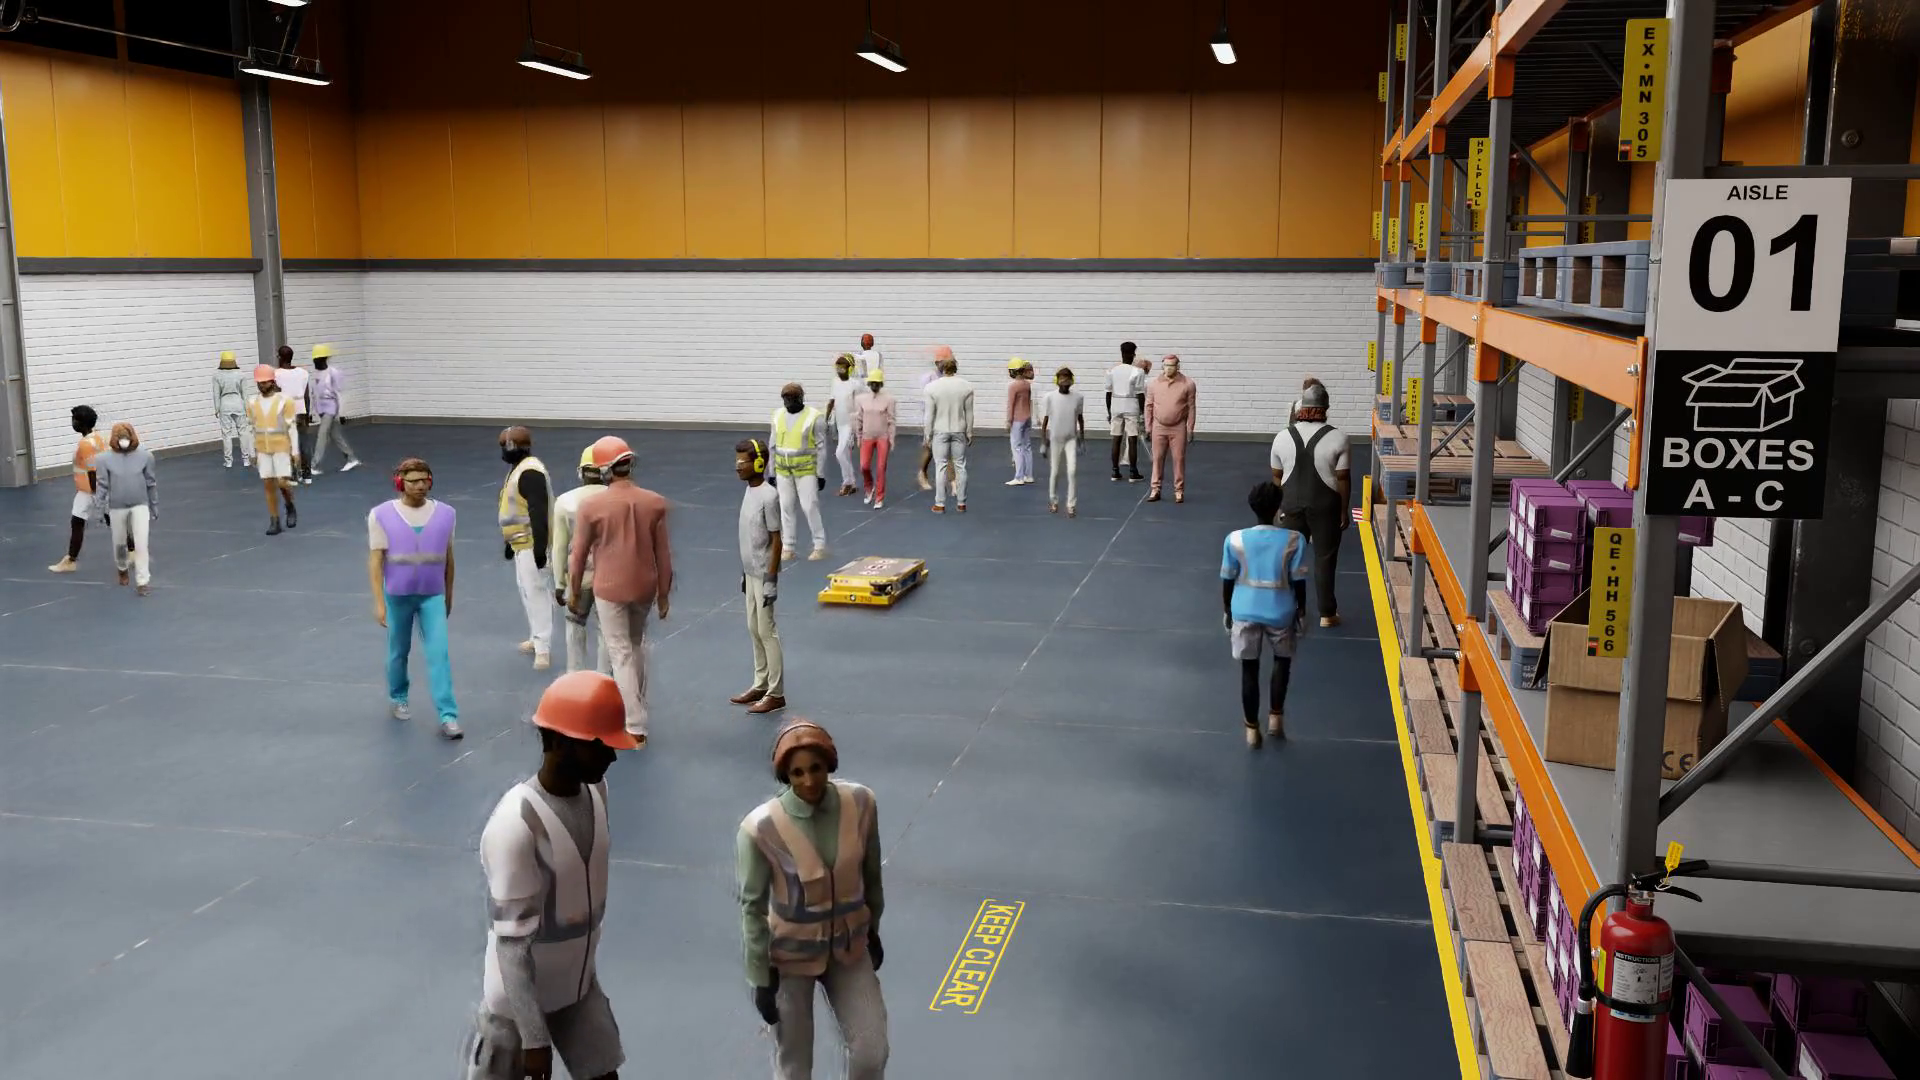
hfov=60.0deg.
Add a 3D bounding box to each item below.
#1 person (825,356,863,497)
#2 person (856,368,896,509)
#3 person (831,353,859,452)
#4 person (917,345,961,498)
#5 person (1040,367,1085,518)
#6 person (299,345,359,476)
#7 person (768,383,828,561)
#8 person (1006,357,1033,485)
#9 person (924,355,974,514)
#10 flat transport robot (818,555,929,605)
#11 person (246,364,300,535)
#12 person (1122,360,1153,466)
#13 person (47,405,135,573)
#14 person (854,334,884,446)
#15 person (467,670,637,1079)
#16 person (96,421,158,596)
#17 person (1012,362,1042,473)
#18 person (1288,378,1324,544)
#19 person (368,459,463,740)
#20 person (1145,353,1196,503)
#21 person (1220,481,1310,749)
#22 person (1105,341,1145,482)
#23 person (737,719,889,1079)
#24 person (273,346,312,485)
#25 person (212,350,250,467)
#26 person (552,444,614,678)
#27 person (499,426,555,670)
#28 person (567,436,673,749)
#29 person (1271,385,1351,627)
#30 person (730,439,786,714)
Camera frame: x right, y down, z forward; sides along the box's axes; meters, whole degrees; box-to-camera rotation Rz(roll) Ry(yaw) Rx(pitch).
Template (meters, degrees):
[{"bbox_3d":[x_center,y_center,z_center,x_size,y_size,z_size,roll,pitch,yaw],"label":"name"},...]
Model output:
[{"bbox_3d":[-1.548,-1.477,21.700,0.590,1.844,0.543,-9,13,-42],"label":"person"},{"bbox_3d":[-1.052,-1.260,20.677,0.524,1.752,0.363,1,10,8],"label":"person"},{"bbox_3d":[-1.895,-2.264,27.188,0.503,1.592,0.841,-3,10,-19],"label":"person"},{"bbox_3d":[-0.262,-1.582,21.908,0.601,1.996,1.061,-5,11,-27],"label":"person"},{"bbox_3d":[1.244,-1.191,20.137,0.574,1.834,0.730,0,9,-3],"label":"person"},{"bbox_3d":[-9.178,-1.892,24.123,0.607,1.880,1.001,7,12,36],"label":"person"},{"bbox_3d":[-1.671,-0.682,17.036,0.645,1.829,0.440,4,10,24],"label":"person"},{"bbox_3d":[0.797,-1.632,22.914,0.357,1.756,0.521,6,11,33],"label":"person"},{"bbox_3d":[-0.139,-1.284,20.257,0.628,1.940,0.373,-2,10,-14],"label":"person"},{"bbox_3d":[-0.778,0.357,15.384,0.652,0.197,1.431,2,10,14],"label":"flat transport robot"},{"bbox_3d":[-7.718,-1.017,18.690,0.573,1.925,0.457,0,9,2],"label":"person"},{"bbox_3d":[2.787,-1.913,25.078,0.868,1.586,0.544,-5,11,-29],"label":"person"},{"bbox_3d":[-8.579,-0.515,16.460,0.840,1.661,0.535,-2,10,-13],"label":"person"},{"bbox_3d":[-1.522,-2.491,27.698,0.573,1.883,0.359,-7,12,-36],"label":"person"},{"bbox_3d":[-1.185,1.300,4.898,1.002,1.868,0.572,4,10,25],"label":"person"},{"bbox_3d":[-7.716,-0.313,15.415,0.510,1.607,0.766,-5,11,-30],"label":"person"},{"bbox_3d":[0.950,-1.765,24.112,0.377,1.620,0.509,-6,11,-32],"label":"person"},{"bbox_3d":[3.725,-0.854,18.093,0.370,1.811,0.553,-4,10,-23],"label":"person"},{"bbox_3d":[-3.542,0.357,10.820,0.572,1.798,0.985,-5,11,-30],"label":"person"},{"bbox_3d":[2.667,-1.420,21.181,0.652,1.904,0.402,3,10,16],"label":"person"},{"bbox_3d":[1.914,0.462,10.478,0.557,1.679,0.457,2,10,13],"label":"person"},{"bbox_3d":[2.318,-1.796,23.258,0.608,1.965,0.370,6,11,32],"label":"person"},{"bbox_3d":[-0.438,1.356,5.292,0.540,1.613,0.564,-6,11,-32],"label":"person"},{"bbox_3d":[-9.185,-1.706,22.859,0.386,1.918,0.591,6,11,31],"label":"person"},{"bbox_3d":[-10.938,-1.968,24.964,0.487,1.744,0.312,-5,11,-26],"label":"person"},{"bbox_3d":[-2.519,0.241,11.467,0.602,1.807,0.569,-4,10,-22],"label":"person"},{"bbox_3d":[-3.270,0.050,12.656,0.433,1.813,0.765,-3,10,-20],"label":"person"},{"bbox_3d":[-2.208,0.313,10.619,0.604,1.948,0.870,-8,12,-39],"label":"person"},{"bbox_3d":[2.987,-0.301,14.027,0.680,2.000,0.535,6,11,32],"label":"person"},{"bbox_3d":[-1.374,0.243,11.276,0.313,1.866,0.538,-5,11,-26],"label":"person"}]
